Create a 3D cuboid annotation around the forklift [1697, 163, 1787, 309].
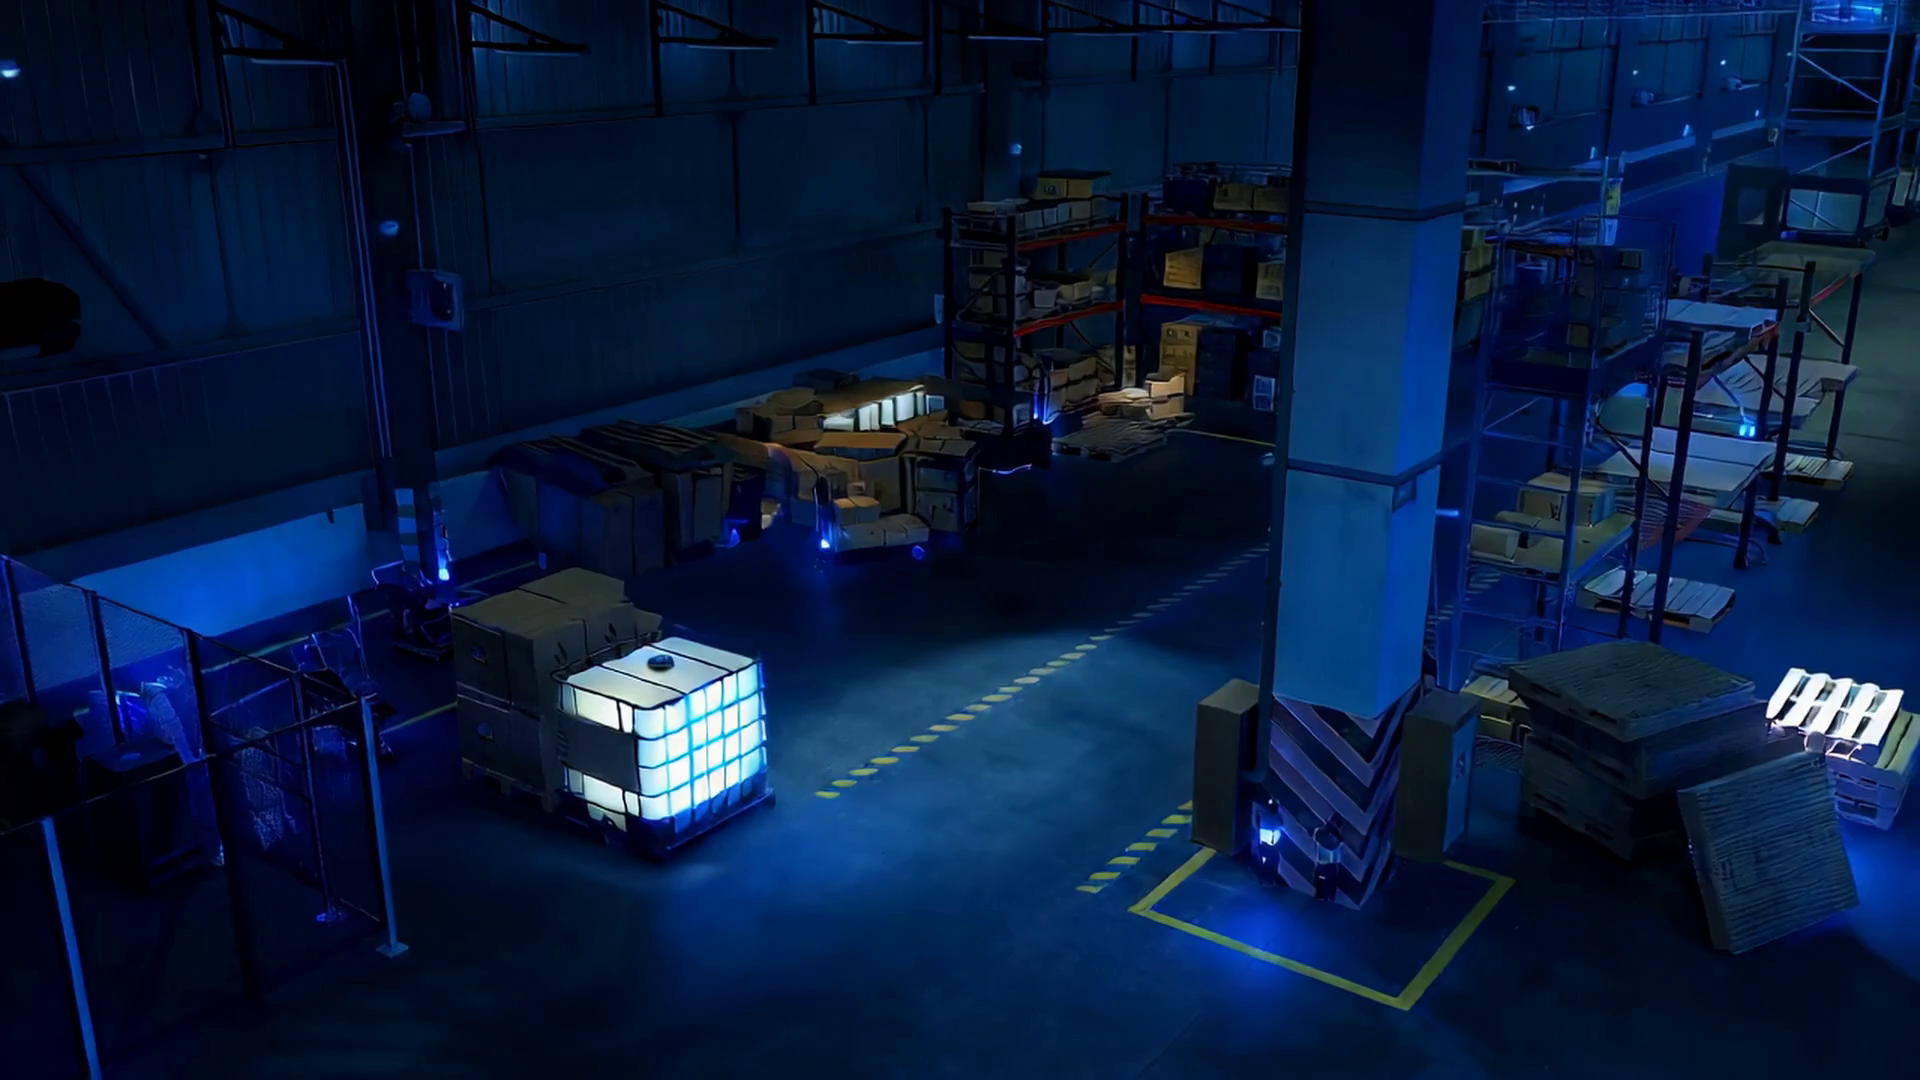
[{"bbox_3d":[14.149,-5.336,29.952,1.129,2.768,1.873,13,22,34],"label":"forklift"}]
